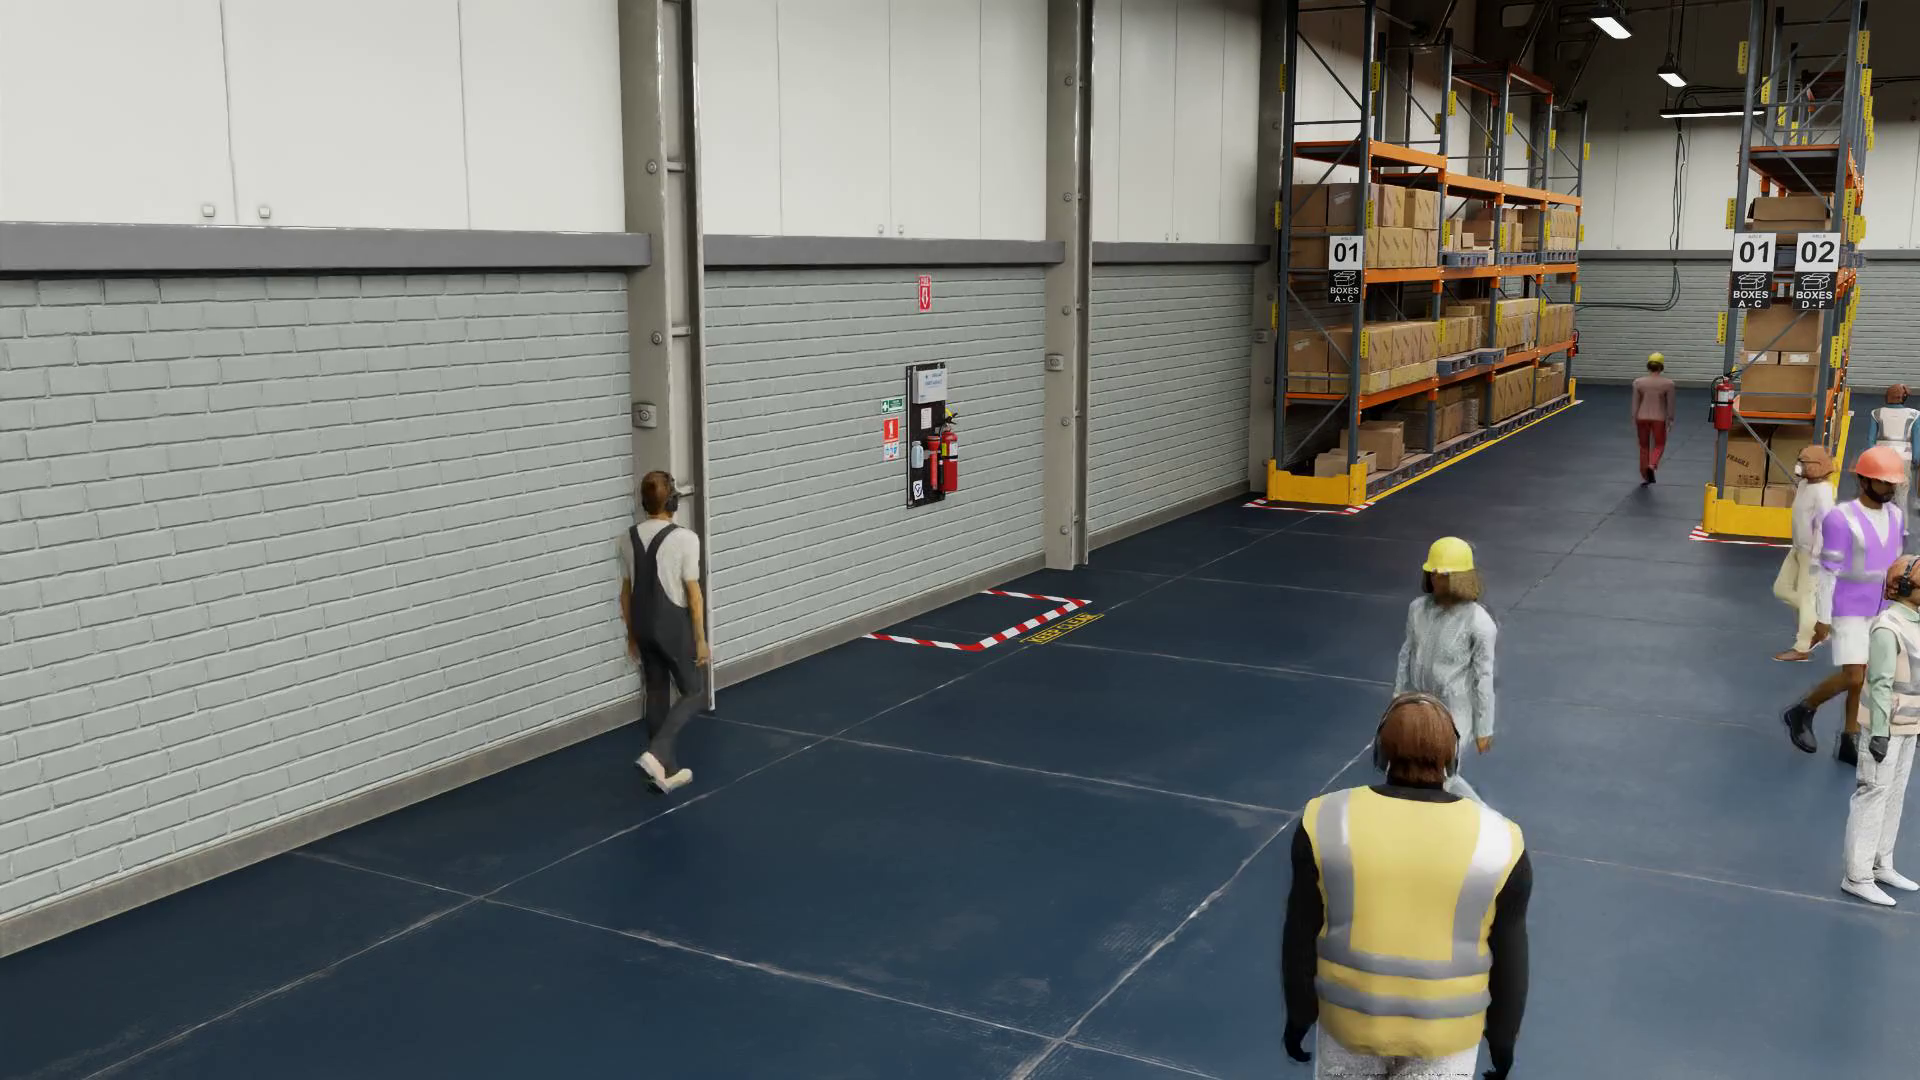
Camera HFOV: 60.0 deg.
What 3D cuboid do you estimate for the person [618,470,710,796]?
[{"bbox_3d":[-1.640,0.533,9.134,0.539,1.833,0.527,4,11,24],"label":"person"}]

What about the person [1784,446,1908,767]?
[{"bbox_3d":[5.242,0.391,9.727,0.544,1.921,0.498,-4,10,-21],"label":"person"}]

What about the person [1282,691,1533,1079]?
[{"bbox_3d":[1.212,1.313,4.561,0.651,1.832,0.448,3,10,16],"label":"person"}]

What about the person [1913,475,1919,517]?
[{"bbox_3d":[8.541,-0.371,14.365,0.551,1.850,0.508,-3,10,-17],"label":"person"}]

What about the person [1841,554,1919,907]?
[{"bbox_3d":[4.337,0.873,7.728,0.513,1.635,0.311,-9,13,-43],"label":"person"}]

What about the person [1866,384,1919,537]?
[{"bbox_3d":[9.972,-0.849,17.792,0.515,1.636,0.314,7,12,35],"label":"person"}]

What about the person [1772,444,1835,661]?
[{"bbox_3d":[6.223,0.102,12.240,0.360,1.621,0.517,1,10,7],"label":"person"}]

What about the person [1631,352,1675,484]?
[{"bbox_3d":[9.015,-1.572,21.687,0.532,1.750,0.520,6,12,33],"label":"person"}]

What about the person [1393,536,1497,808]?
[{"bbox_3d":[2.344,0.809,7.876,0.822,1.711,0.485,-5,11,-28],"label":"person"}]
